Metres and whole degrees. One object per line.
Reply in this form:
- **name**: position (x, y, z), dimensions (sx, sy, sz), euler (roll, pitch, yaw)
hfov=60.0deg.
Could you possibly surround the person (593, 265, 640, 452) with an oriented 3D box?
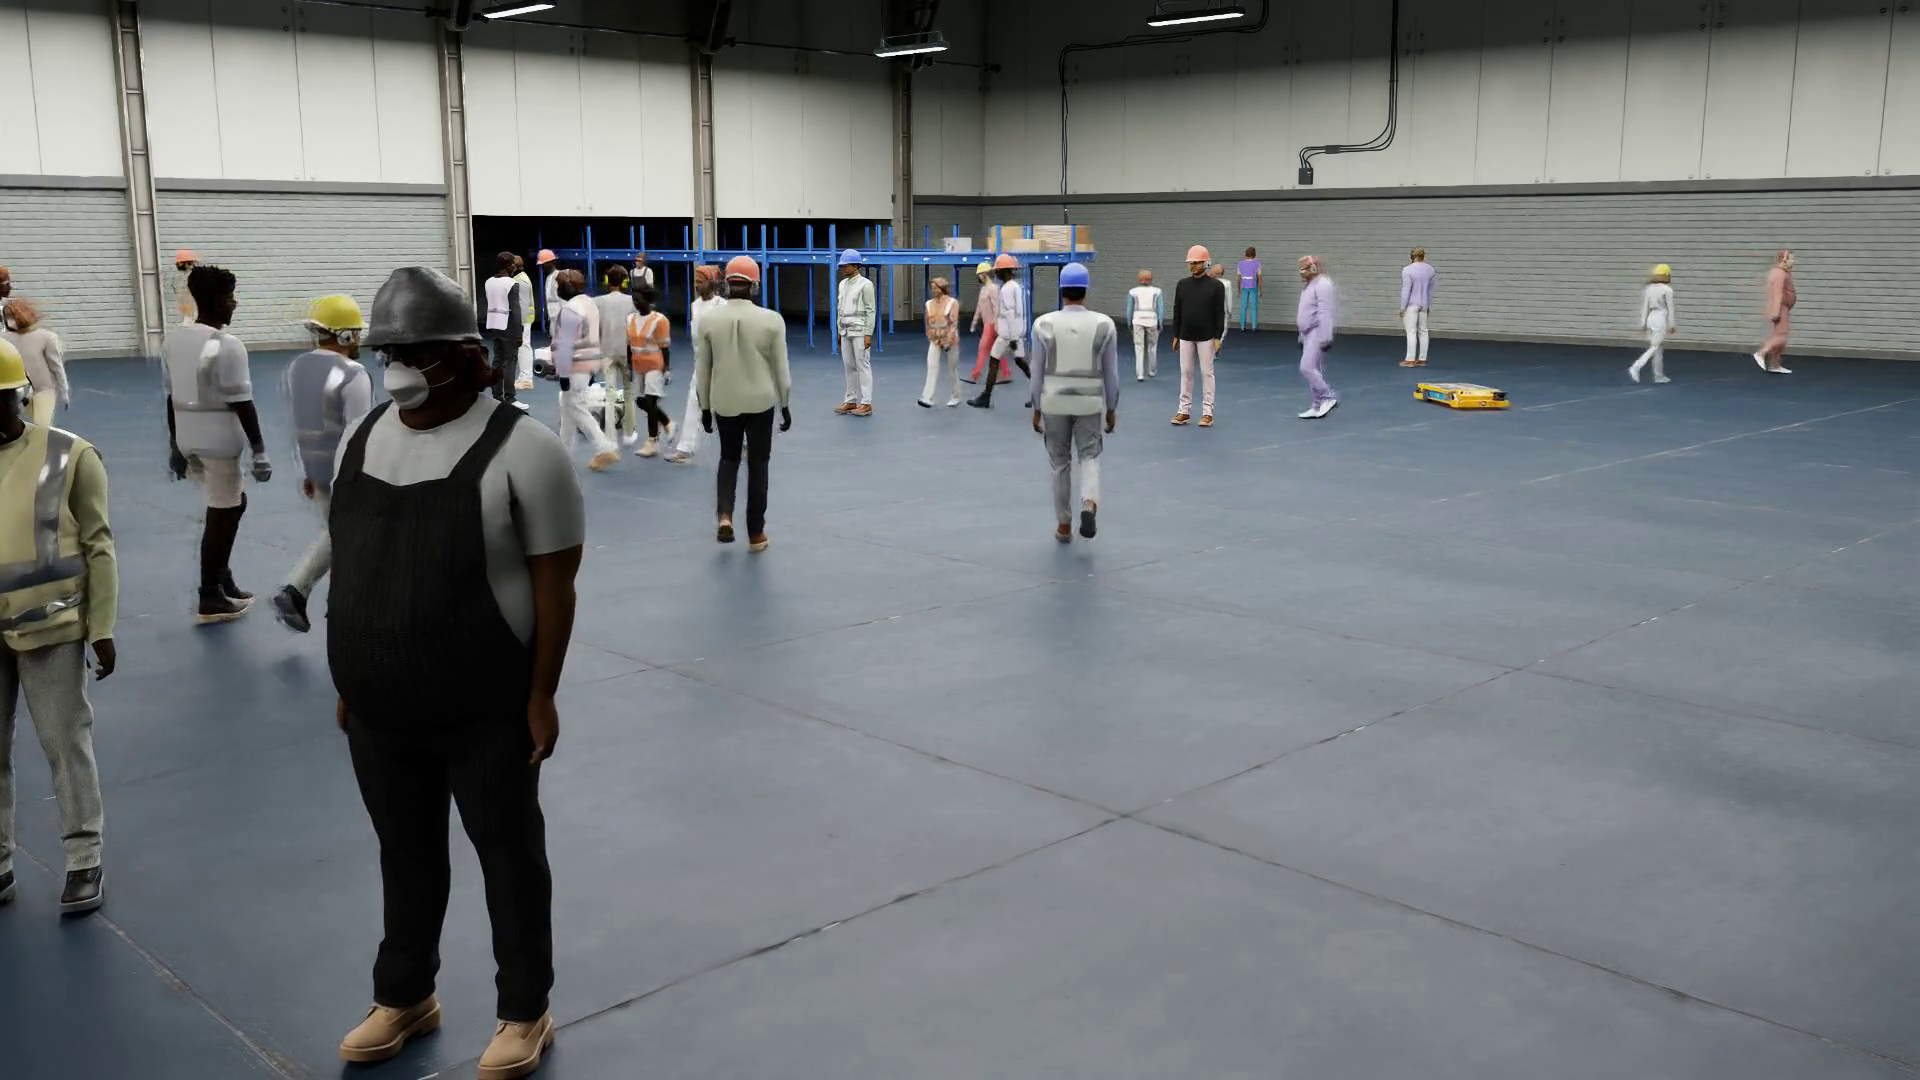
- **person**: position (-3.409, -1.813, 16.556), dimensions (0.623, 1.806, 0.928), euler (-2, 11, -10)

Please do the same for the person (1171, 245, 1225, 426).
- **person**: position (2.645, -2.276, 18.562), dimensions (0.617, 1.994, 0.381), euler (7, 12, 32)

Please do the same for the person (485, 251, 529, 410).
- **person**: position (-5.551, -2.546, 20.274), dimensions (0.589, 1.914, 0.377), euler (8, 13, 38)

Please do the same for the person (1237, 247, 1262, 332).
- **person**: position (6.376, -5.519, 36.651), dimensions (0.563, 1.847, 0.388), euler (5, 11, 24)

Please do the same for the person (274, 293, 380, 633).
- **person**: position (-3.237, -0.360, 8.601), dimensions (0.606, 1.811, 0.565), euler (7, 13, 34)

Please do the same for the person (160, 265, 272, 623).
- **person**: position (-4.052, -0.533, 9.183), dimensions (0.619, 1.941, 0.582), euler (7, 12, 33)

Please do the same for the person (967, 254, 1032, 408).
- **person**: position (0.627, -2.566, 20.464), dimensions (1.005, 1.893, 0.547), euler (3, 11, 17)

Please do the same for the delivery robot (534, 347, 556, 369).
- **delivery robot**: position (-6.049, -2.784, 25.126), dimensions (0.707, 0.478, 0.477), euler (2, 11, 11)

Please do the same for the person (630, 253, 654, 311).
- **person**: position (-5.949, -4.508, 31.320), dimensions (0.564, 1.795, 0.978), euler (4, 11, 21)

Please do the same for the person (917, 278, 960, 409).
- **person**: position (-0.235, -2.406, 20.365), dimensions (0.511, 1.586, 0.874), euler (5, 12, 27)

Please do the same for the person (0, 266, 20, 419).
- **person**: position (-8.410, -1.446, 14.381), dimensions (0.627, 1.869, 0.611), euler (-8, 13, -36)

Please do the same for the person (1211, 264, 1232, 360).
- **person**: position (4.344, -3.864, 28.207), dimensions (0.533, 1.624, 0.456), euler (5, 11, 25)

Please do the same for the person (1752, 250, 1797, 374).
- **person**: position (12.552, -3.499, 25.522), dimensions (0.483, 1.894, 0.648), euler (4, 11, 20)

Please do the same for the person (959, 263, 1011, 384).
- **person**: position (0.357, -3.060, 23.625), dimensions (0.887, 1.710, 0.531), euler (-3, 11, -14)

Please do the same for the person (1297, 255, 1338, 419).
- **person**: position (4.079, -2.336, 19.206), dimensions (0.414, 1.879, 0.685), euler (-1, 10, -3)

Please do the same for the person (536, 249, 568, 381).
- **person**: position (-5.850, -3.269, 24.235), dimensions (0.590, 1.903, 0.591), euler (-5, 12, -27)

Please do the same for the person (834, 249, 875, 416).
- **person**: position (-1.251, -2.447, 19.622), dimensions (0.406, 1.945, 0.614), euler (-9, 14, -41)

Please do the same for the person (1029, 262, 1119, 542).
- **person**: position (0.780, -0.927, 11.398), dimensions (0.611, 1.930, 0.587), euler (0, 10, 0)

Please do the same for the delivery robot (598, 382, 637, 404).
- **delivery robot**: position (-3.817, -1.586, 17.880), dimensions (0.698, 0.223, 0.335), euler (-6, 12, -31)

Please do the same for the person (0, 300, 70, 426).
- **person**: position (-7.687, -1.190, 13.760), dimensions (0.517, 1.574, 0.887), euler (1, 10, 3)

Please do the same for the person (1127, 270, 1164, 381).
- **person**: position (2.718, -3.148, 24.408), dimensions (0.535, 1.585, 0.860), euler (1, 10, 8)

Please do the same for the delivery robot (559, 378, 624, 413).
- **delivery robot**: position (-4.055, -1.550, 18.388), dimensions (0.707, 0.478, 0.477), euler (0, 10, -3)

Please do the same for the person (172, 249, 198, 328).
- **person**: position (-11.529, -3.426, 25.098), dimensions (0.889, 1.909, 0.555), euler (-7, 12, -33)

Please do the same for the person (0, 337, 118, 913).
- **person**: position (-2.929, 0.269, 5.137), dimensions (0.601, 1.827, 0.403), euler (-2, 11, -11)

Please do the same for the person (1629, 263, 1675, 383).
- **person**: position (9.961, -3.110, 23.878), dimensions (0.764, 1.716, 0.486), euler (-3, 11, -17)

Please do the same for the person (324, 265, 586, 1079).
- **person**: position (-1.307, 0.365, 4.154), dimensions (0.672, 2.000, 0.536), euler (3, 11, 16)

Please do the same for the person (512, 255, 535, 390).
- **person**: position (-6.107, -3.016, 23.037), dimensions (0.430, 1.838, 0.624), euler (-3, 11, -17)

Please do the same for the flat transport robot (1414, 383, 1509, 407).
- **flat transport robot**: position (6.313, -1.838, 20.996), dimensions (0.652, 0.197, 1.431), euler (-1, 10, -6)

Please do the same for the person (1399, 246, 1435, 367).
- **person**: position (7.361, -3.766, 26.840), dimensions (0.635, 1.937, 0.352), euler (-5, 12, -26)

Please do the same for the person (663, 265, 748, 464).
- **person**: position (-2.309, -1.634, 15.522), dimensions (0.586, 1.836, 0.990), euler (10, 14, 43)

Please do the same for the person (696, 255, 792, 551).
- **person**: position (-1.445, -0.919, 11.228), dimensions (0.626, 1.979, 0.421), euler (1, 10, 8)

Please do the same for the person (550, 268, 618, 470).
- **person**: position (-3.466, -1.537, 15.031), dimensions (0.778, 1.820, 0.640), euler (1, 10, 6)

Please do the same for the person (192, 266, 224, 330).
- **person**: position (-11.598, -3.377, 25.516), dimensions (0.555, 1.649, 0.878), euler (-5, 12, -27)

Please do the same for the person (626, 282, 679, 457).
- **person**: position (-2.969, -1.672, 16.146), dimensions (0.558, 1.670, 0.619), euler (7, 12, 33)
